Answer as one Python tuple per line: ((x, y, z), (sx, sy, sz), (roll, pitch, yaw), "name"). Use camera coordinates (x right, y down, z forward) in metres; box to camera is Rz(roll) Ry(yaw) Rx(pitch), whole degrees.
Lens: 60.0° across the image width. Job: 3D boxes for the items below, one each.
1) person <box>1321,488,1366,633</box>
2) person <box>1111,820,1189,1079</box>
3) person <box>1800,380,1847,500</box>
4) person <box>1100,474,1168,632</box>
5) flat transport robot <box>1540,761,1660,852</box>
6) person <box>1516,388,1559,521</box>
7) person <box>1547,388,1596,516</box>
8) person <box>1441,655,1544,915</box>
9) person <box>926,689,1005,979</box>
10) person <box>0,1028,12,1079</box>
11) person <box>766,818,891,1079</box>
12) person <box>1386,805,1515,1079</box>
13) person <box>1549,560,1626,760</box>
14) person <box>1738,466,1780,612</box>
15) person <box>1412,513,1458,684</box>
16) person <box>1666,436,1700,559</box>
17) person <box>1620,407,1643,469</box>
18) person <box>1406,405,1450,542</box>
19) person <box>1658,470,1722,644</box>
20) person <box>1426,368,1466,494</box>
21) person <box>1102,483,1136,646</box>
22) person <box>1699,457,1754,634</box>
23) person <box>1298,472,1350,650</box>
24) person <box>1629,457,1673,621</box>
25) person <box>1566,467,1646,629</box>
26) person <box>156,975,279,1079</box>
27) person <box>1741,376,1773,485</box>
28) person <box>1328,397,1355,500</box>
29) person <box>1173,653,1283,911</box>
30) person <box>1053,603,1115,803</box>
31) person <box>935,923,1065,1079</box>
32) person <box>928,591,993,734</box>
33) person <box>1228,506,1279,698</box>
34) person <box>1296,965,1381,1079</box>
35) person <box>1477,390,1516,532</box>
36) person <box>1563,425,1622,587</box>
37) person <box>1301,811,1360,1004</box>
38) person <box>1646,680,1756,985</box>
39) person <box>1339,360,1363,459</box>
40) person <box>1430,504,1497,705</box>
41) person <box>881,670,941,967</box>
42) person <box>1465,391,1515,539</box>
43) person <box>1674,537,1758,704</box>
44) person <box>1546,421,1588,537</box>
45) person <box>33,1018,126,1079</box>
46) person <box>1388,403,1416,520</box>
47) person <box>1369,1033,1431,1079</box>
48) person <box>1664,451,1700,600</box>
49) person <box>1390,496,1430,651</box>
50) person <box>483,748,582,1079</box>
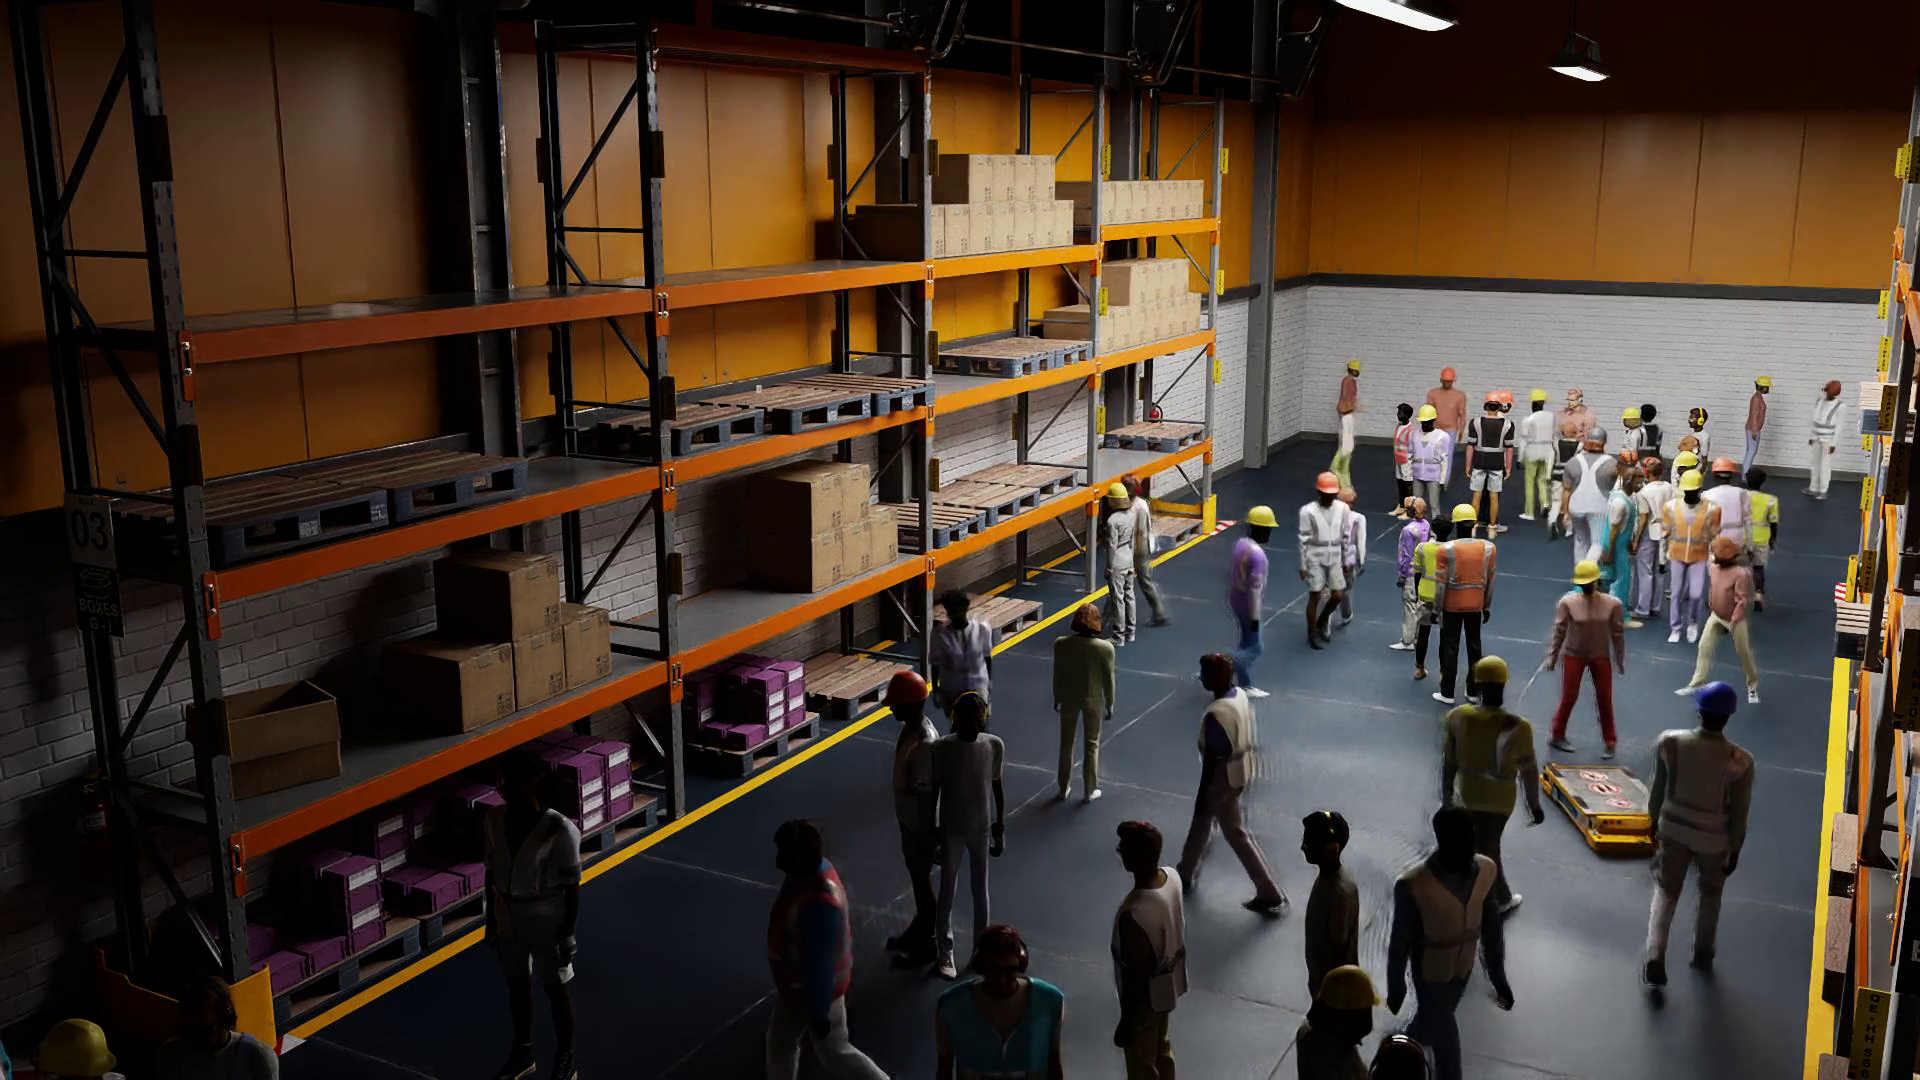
((4.133, 0.222, 18.132), (0.570, 1.589, 0.886), (4, 13, 19), "person")
((0.944, 2.287, 8.316), (0.373, 1.840, 0.572), (6, 14, 26), "person")
((13.195, -1.542, 25.470), (0.342, 1.855, 0.753), (-3, 13, -12), "person")
((1.873, 0.137, 18.104), (1.000, 1.777, 0.631), (-5, 14, -23), "person")
((5.042, 2.052, 12.919), (0.652, 0.197, 1.431), (1, 13, 3), "flat transport robot")
((8.257, -1.217, 23.852), (0.592, 1.909, 0.418), (-3, 13, -12), "person")
((8.799, -1.240, 23.979), (0.409, 1.903, 0.639), (-6, 14, -27), "person")
((3.445, 1.691, 10.939), (1.039, 1.873, 0.595), (-9, 16, -36), "person")
((0.039, 1.823, 10.364), (0.509, 1.860, 0.334), (-3, 13, -13), "person")
((-4.219, 2.591, 6.996), (0.429, 1.831, 0.635), (3, 13, 13), "person")
((-0.689, 2.264, 8.532), (0.904, 1.805, 0.627), (-3, 13, -15), "person")
((2.482, 2.230, 8.525), (0.596, 1.872, 0.993), (-7, 14, -29), "person")
((5.388, 1.010, 14.282), (0.597, 1.737, 0.374), (3, 13, 15), "person")
((8.982, 0.007, 18.882), (0.548, 1.677, 0.432), (3, 13, 14), "person")
((4.698, 0.571, 16.322), (0.541, 1.700, 0.315), (10, 16, 38), "person")
((9.351, -0.548, 21.501), (0.504, 1.629, 0.277), (-9, 15, -35), "person")
((9.346, -0.997, 23.270), (0.321, 1.738, 0.487), (5, 14, 22), "person")
((6.217, -0.852, 22.205), (0.581, 1.918, 0.389), (10, 16, 37), "person")
((7.702, 0.188, 17.582), (0.620, 1.900, 0.485), (8, 15, 30), "person")
((7.543, -1.711, 25.988), (0.620, 1.935, 1.035), (6, 14, 27), "person")
((1.674, 0.252, 17.656), (0.325, 1.740, 0.492), (9, 16, 35), "person")
((8.390, 0.026, 18.354), (0.563, 1.878, 0.963), (1, 13, 3), "person")
((3.828, 0.221, 17.408), (0.604, 1.914, 0.458), (-3, 13, -11), "person")
((7.731, -0.011, 18.608), (0.564, 1.841, 0.394), (-9, 15, -35), "person")
((7.166, 0.066, 18.349), (0.777, 1.814, 0.569), (6, 14, 26), "person")
((-3.010, 2.627, 6.799), (0.506, 1.842, 0.346), (0, 13, 0), "person")
((12.750, -1.754, 26.613), (0.343, 1.757, 0.532), (8, 15, 31), "person")
((5.785, -1.357, 25.138), (0.371, 1.617, 0.520), (5, 14, 21), "person")
((1.800, 1.636, 11.371), (0.978, 1.792, 0.570), (6, 14, 25), "person")
((0.986, 1.295, 13.258), (0.504, 1.622, 0.299), (3, 13, 14), "person")
((0.169, 2.521, 7.268), (0.568, 1.843, 0.376), (-2, 13, -8), "person")
((0.012, 1.202, 13.569), (0.544, 1.657, 0.650), (-1, 13, -5), "person")
((2.689, 0.610, 15.682), (0.585, 1.905, 0.620), (-1, 13, -5), "person")
((1.590, 2.618, 7.083), (0.330, 1.735, 0.489), (-4, 13, -18), "person")
((7.490, -1.109, 23.203), (0.408, 1.986, 0.617), (-2, 13, -10), "person")
((7.513, -0.383, 19.825), (0.675, 2.000, 0.851), (10, 16, 38), "person")
((1.848, 2.253, 8.433), (0.327, 1.862, 0.510), (1, 13, 4), "person")
((4.535, 1.811, 10.281), (0.605, 1.922, 0.843), (9, 15, 35), "person")
((6.745, -2.241, 28.814), (0.372, 1.745, 0.562), (9, 15, 34), "person")
((4.718, 0.610, 15.657), (0.585, 1.918, 0.381), (-1, 13, -6), "person")
((-0.302, 1.750, 10.538), (0.390, 1.927, 0.548), (-3, 13, -13), "person")
((7.219, -1.017, 22.702), (0.611, 2.030, 0.410), (3, 13, 15), "person")
((7.297, 0.756, 15.761), (0.694, 1.588, 0.532), (-4, 13, -18), "person")
((8.270, -0.811, 22.710), (0.532, 1.620, 0.594), (7, 14, 27), "person")
((-3.401, 2.709, 6.479), (0.403, 1.824, 0.592), (5, 13, 20), "person")
((6.409, -1.136, 23.988), (0.320, 1.692, 0.536), (-3, 13, -11), "person")
((1.631, 2.741, 6.301), (0.504, 1.840, 0.341), (1, 13, 5), "person")
((8.488, -0.172, 19.523), (0.339, 1.761, 0.524), (3, 13, 15), "person")
((4.746, 0.348, 17.455), (0.309, 1.641, 0.514), (9, 16, 35), "person")
((-2.330, 2.067, 9.024), (0.607, 1.966, 0.367), (5, 13, 21), "person")
